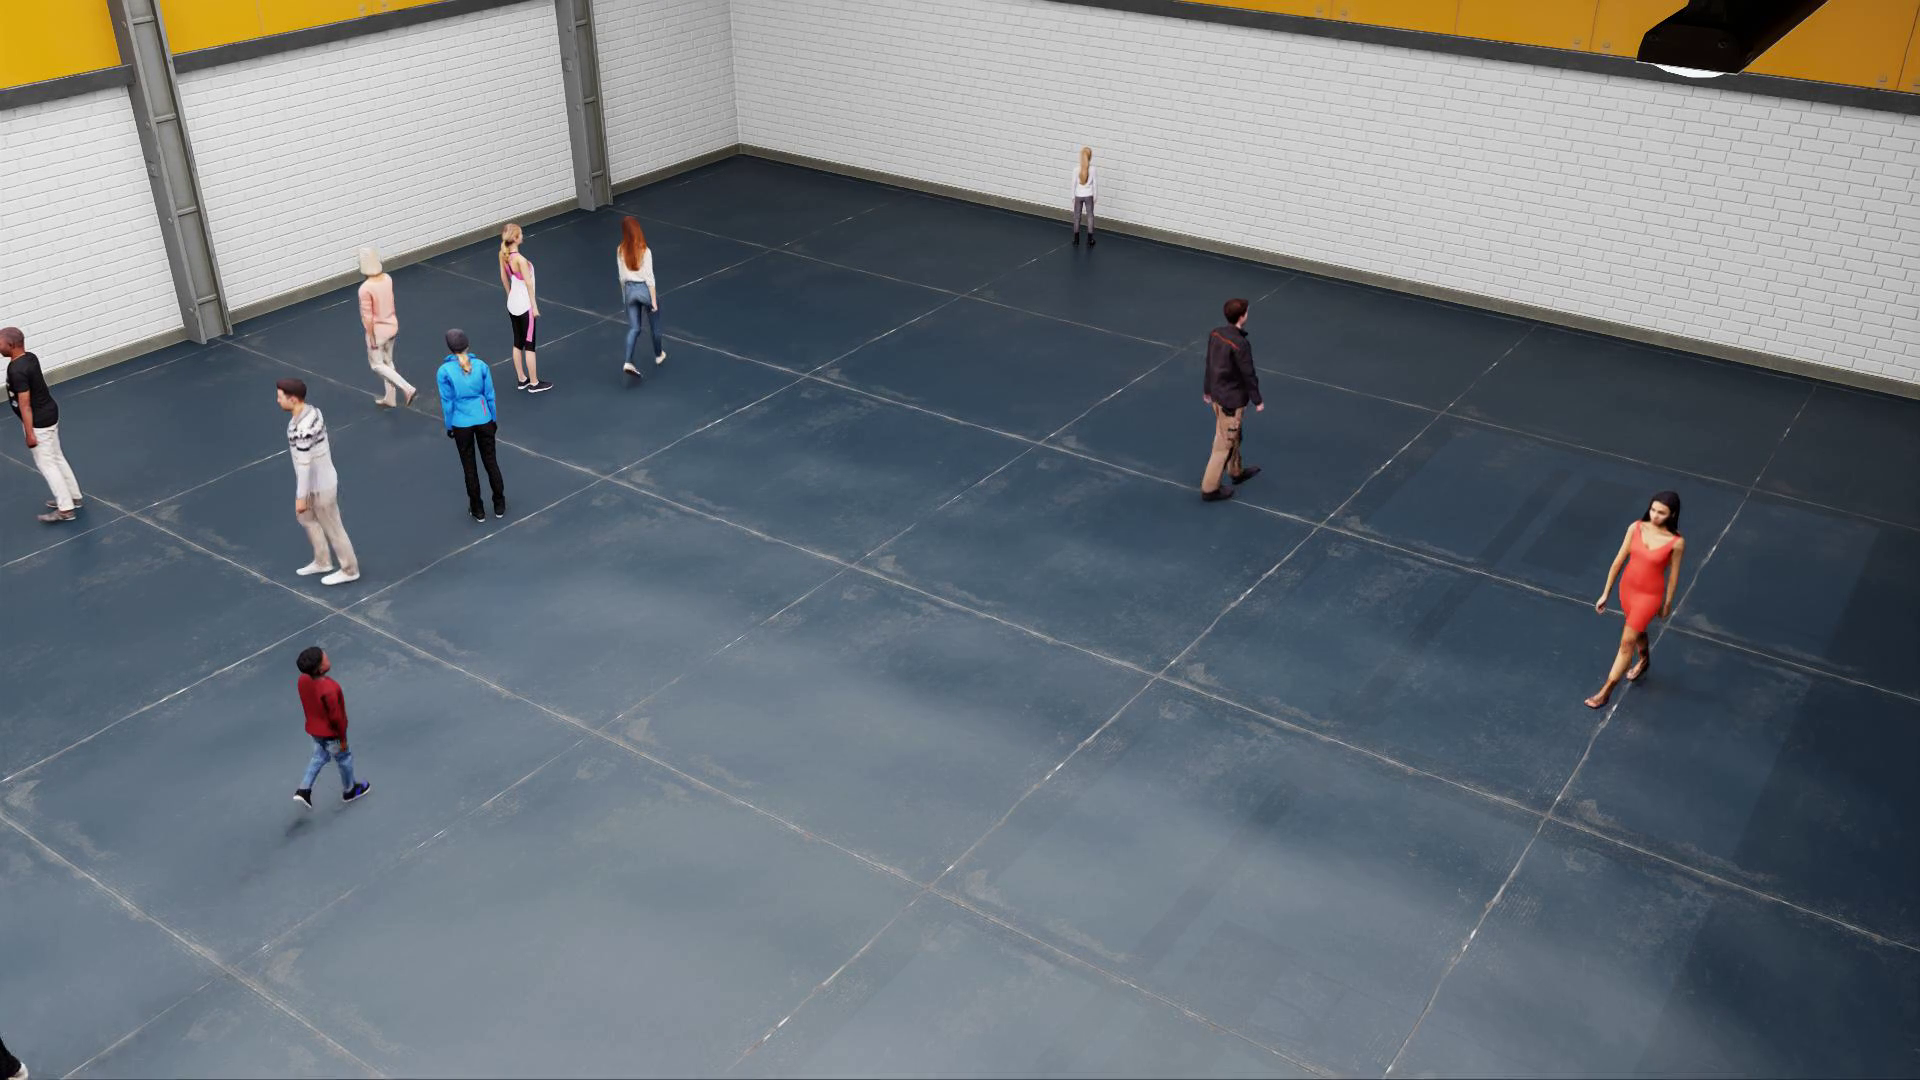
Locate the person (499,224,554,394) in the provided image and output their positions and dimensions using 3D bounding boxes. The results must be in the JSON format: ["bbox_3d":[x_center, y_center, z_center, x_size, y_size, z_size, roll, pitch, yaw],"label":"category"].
[{"bbox_3d":[-4.545,-2.400,17.203,0.619,1.787,0.534,22,35,34],"label":"person"}]

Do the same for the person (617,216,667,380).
[{"bbox_3d":[-3.423,-2.537,17.553,0.847,1.693,1.175,8,30,14],"label":"person"}]

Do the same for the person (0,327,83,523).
[{"bbox_3d":[-8.120,-1.032,14.679,0.787,1.803,0.749,-9,30,-15],"label":"person"}]

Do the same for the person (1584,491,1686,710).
[{"bbox_3d":[5.027,0.396,12.205,1.199,1.665,0.801,-22,35,-34],"label":"person"}]

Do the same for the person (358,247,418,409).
[{"bbox_3d":[-5.762,-2.099,16.732,0.757,1.711,0.840,12,31,21],"label":"person"}]

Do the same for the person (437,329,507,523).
[{"bbox_3d":[-4.291,-1.010,14.640,0.646,1.801,0.751,-11,30,-19],"label":"person"}]

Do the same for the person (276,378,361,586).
[{"bbox_3d":[-5.173,-0.481,13.627,0.959,1.843,0.903,-7,29,-13],"label":"person"}]

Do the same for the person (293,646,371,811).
[{"bbox_3d":[-4.257,1.277,11.033,0.556,1.242,0.763,15,32,25],"label":"person"}]

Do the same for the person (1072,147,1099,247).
[{"bbox_3d":[1.603,-4.430,21.455,0.567,1.280,0.604,5,29,8],"label":"person"}]

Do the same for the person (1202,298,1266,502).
[{"bbox_3d":[2.353,-1.228,14.931,1.091,1.906,0.982,-11,31,-20],"label":"person"}]
